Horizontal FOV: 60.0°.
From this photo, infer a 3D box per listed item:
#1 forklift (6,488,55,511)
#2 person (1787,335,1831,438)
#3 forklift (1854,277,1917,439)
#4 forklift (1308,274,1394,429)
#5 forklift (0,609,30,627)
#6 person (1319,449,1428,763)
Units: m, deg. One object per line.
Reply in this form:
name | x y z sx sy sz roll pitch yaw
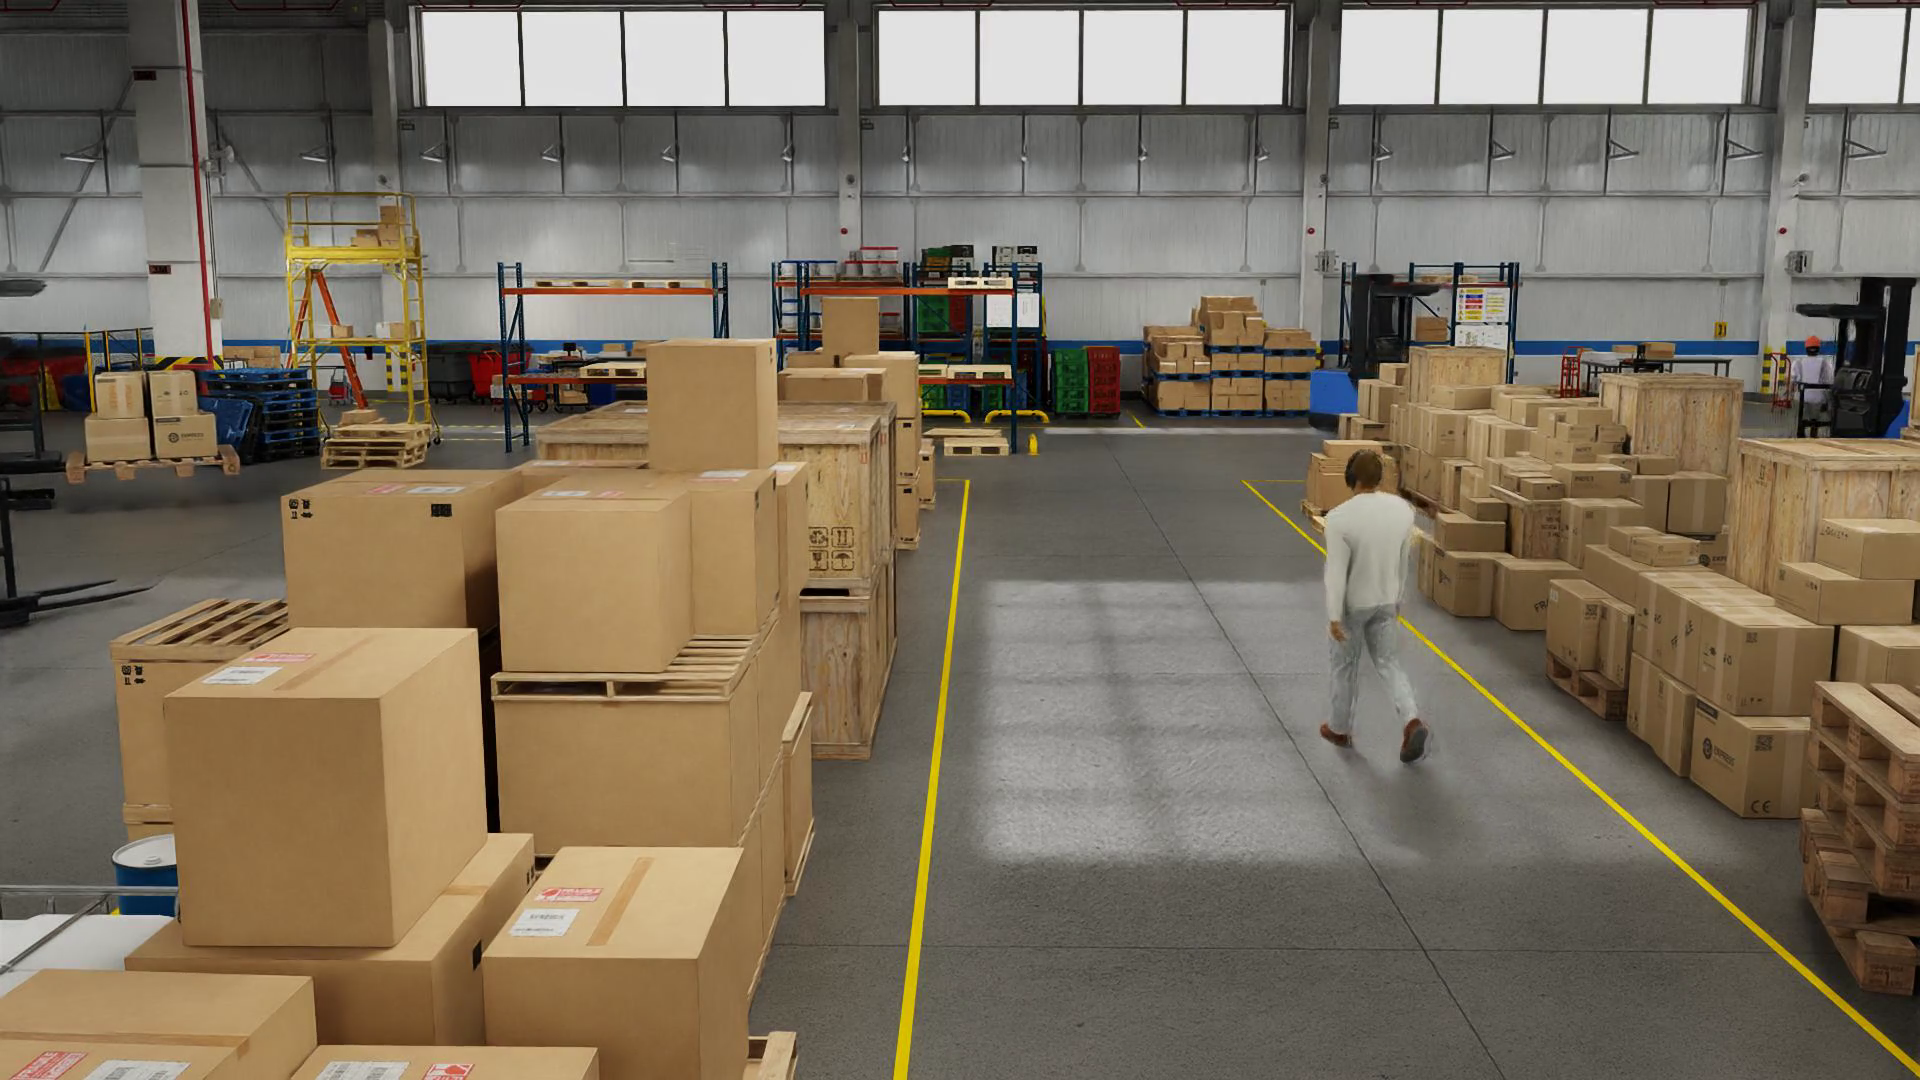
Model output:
forklift | -12.138 -1.745 20.087 1.873 2.768 1.129 -5 11 -26
person | 13.058 -2.187 25.613 0.546 1.913 0.582 4 10 22
forklift | 13.221 -2.381 23.896 1.873 2.768 1.129 0 9 1
forklift | 7.335 -3.367 29.802 1.873 2.768 1.129 9 13 42
forklift | -8.754 -0.597 13.211 1.129 2.768 1.873 7 12 36
person | 2.517 0.400 10.164 0.641 1.916 0.872 -3 10 -19
